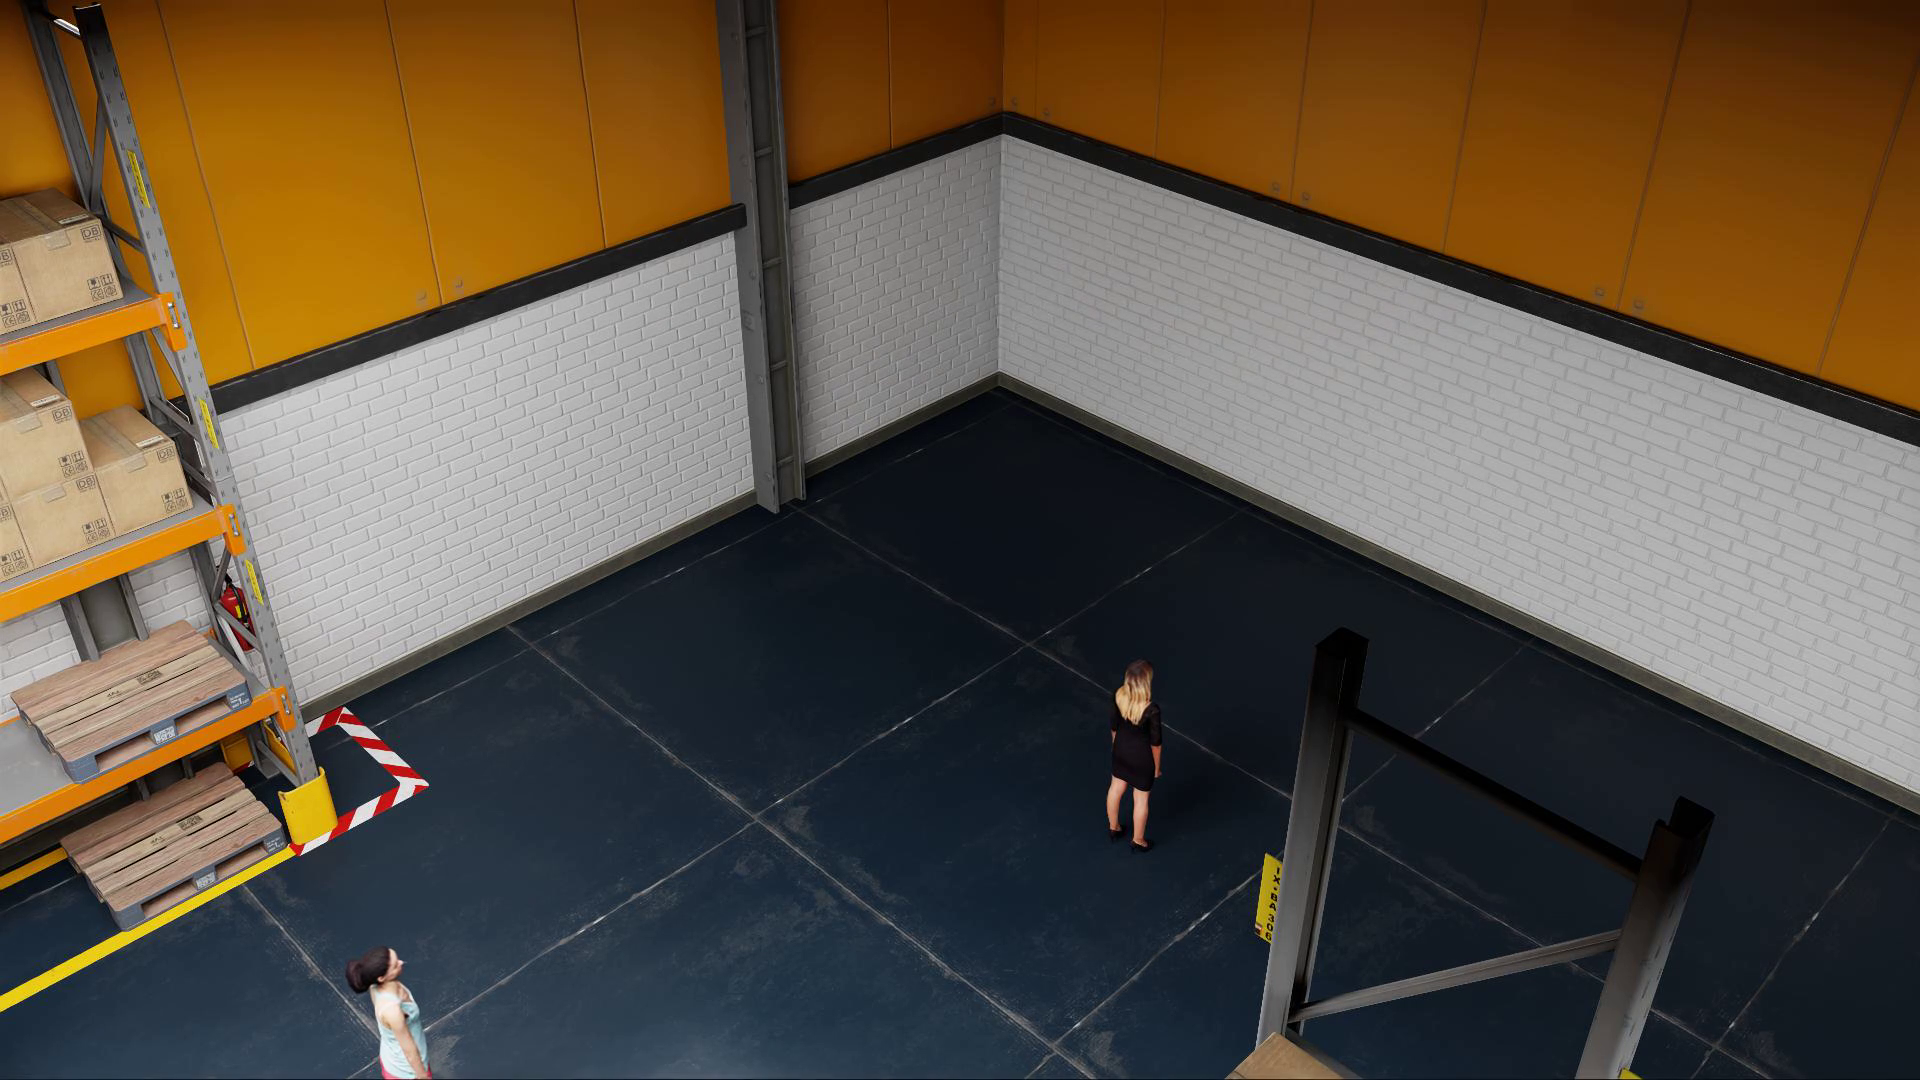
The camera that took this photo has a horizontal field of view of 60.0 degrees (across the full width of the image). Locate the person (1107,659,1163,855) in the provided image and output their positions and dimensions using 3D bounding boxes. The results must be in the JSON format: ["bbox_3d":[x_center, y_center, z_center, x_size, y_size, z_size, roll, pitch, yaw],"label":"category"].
[{"bbox_3d":[1.221,1.518,11.688,0.559,1.677,0.471,26,41,33],"label":"person"}]

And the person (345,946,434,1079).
[{"bbox_3d":[-3.138,2.953,9.450,0.656,1.764,0.649,-18,38,-25],"label":"person"}]
